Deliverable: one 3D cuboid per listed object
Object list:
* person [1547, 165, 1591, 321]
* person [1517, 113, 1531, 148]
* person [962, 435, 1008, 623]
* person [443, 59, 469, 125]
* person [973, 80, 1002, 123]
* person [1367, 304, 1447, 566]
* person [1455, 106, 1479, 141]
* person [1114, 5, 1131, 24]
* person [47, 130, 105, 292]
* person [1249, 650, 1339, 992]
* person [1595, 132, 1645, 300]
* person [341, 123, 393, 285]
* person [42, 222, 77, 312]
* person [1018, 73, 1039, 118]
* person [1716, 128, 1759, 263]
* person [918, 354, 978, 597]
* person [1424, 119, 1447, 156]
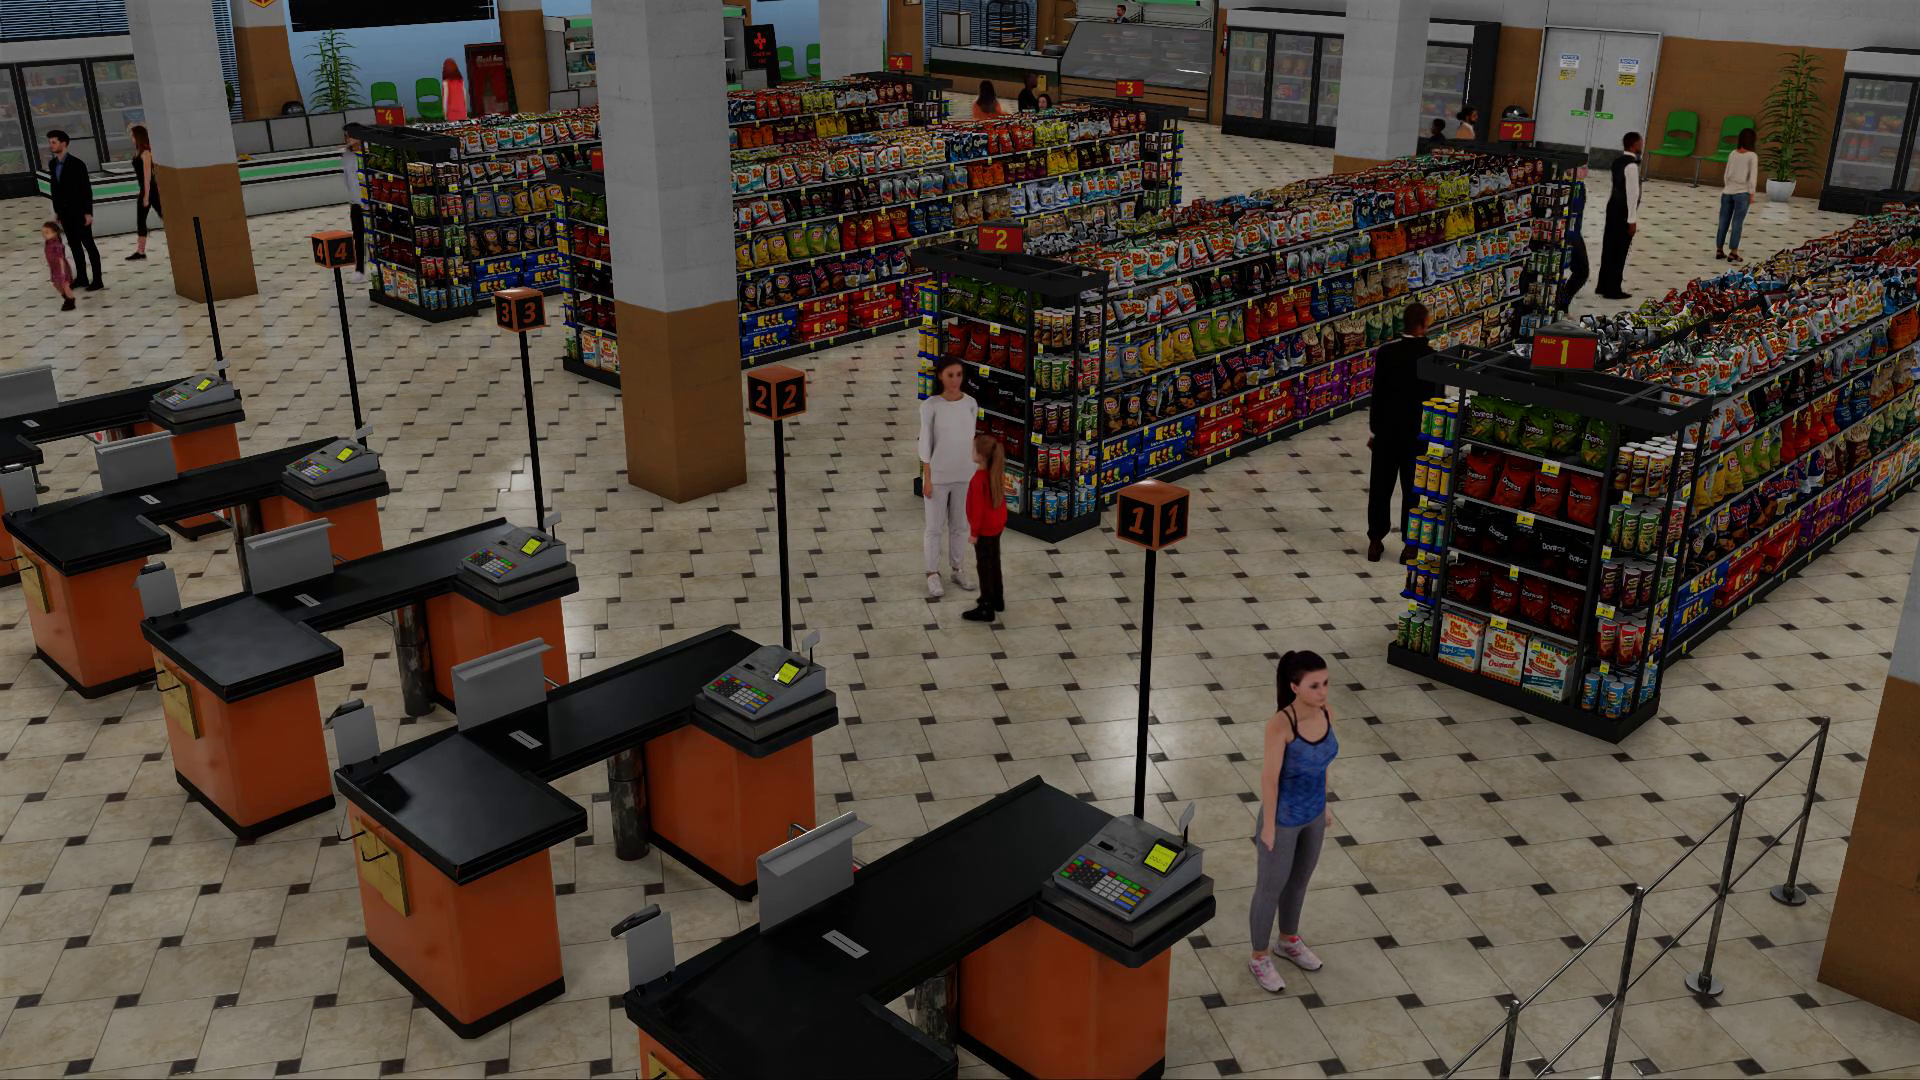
[{"bbox_3d":[6.588,-3.310,18.340,0.730,1.853,0.608,20,29,41],"label":"person"},{"bbox_3d":[8.669,-5.983,25.794,0.632,1.253,0.511,9,24,22],"label":"person"},{"bbox_3d":[0.175,-0.089,11.090,0.614,1.281,0.505,10,24,24],"label":"person"},{"bbox_3d":[-8.370,-7.106,27.842,0.768,1.812,0.848,14,26,30],"label":"person"},{"bbox_3d":[0.465,-6.178,25.678,1.156,1.704,1.069,-5,22,-13],"label":"person"},{"bbox_3d":[3.183,-0.756,11.918,0.770,1.902,0.725,11,24,26],"label":"person"},{"bbox_3d":[6.840,-5.069,22.867,1.059,1.741,1.134,6,23,14],"label":"person"},{"bbox_3d":[3.714,-11.424,38.512,0.620,1.868,0.562,20,30,41],"label":"person"},{"bbox_3d":[-10.582,-3.944,19.865,0.786,1.893,0.769,7,23,17],"label":"person"},{"bbox_3d":[1.480,1.223,7.385,0.513,1.609,0.650,-15,26,-33],"label":"person"},{"bbox_3d":[7.750,-3.813,19.502,0.811,1.919,0.775,-2,22,-5],"label":"person"},{"bbox_3d":[-7.176,-4.116,20.296,1.109,1.890,1.310,5,22,12],"label":"person"},{"bbox_3d":[-10.270,-3.140,19.037,0.484,1.017,0.519,9,24,22],"label":"person"},{"bbox_3d":[1.061,-6.371,26.003,0.765,1.820,0.751,-4,22,-10],"label":"person"},{"bbox_3d":[9.985,-4.439,21.381,0.665,1.680,0.683,-10,24,-23],"label":"person"},{"bbox_3d":[-0.081,-0.456,11.457,0.576,1.689,0.719,-11,24,-25],"label":"person"},{"bbox_3d":[7.234,-5.696,25.074,0.604,1.260,0.525,15,27,33],"label":"person"}]
